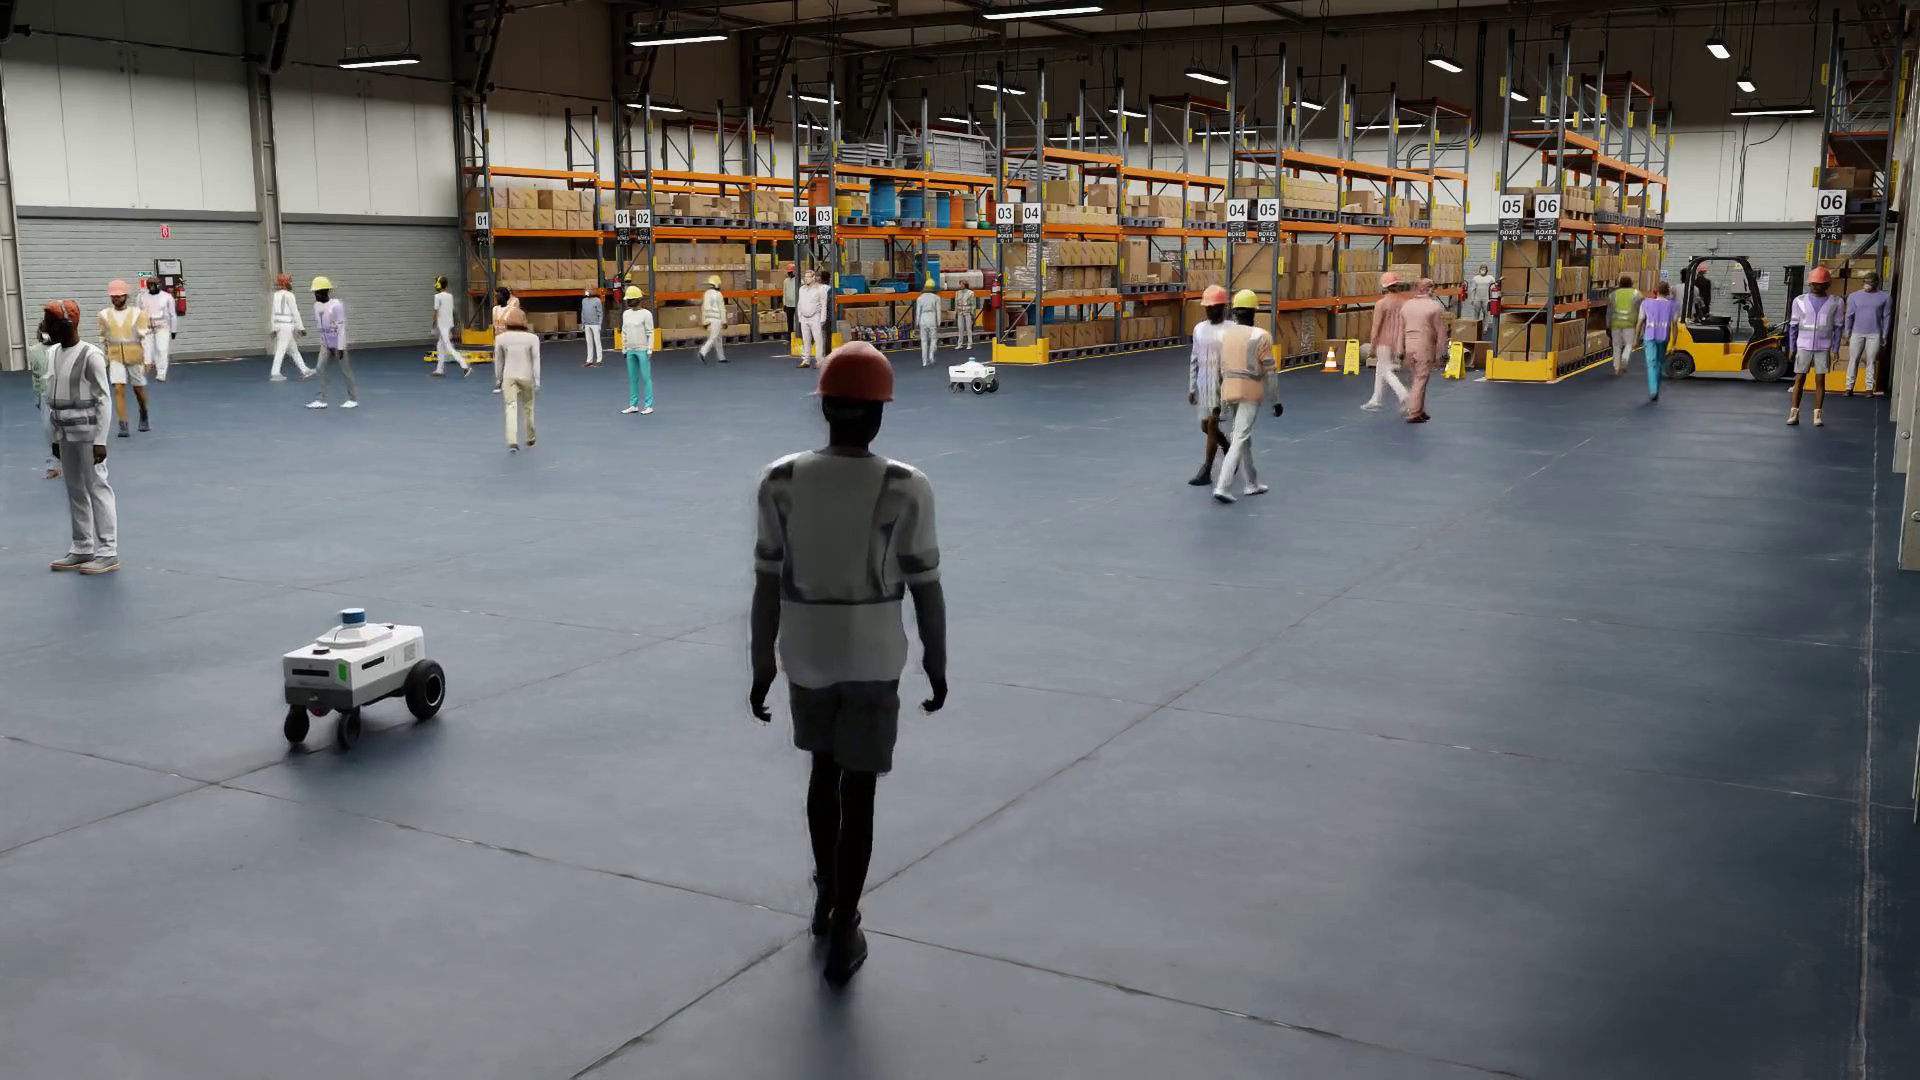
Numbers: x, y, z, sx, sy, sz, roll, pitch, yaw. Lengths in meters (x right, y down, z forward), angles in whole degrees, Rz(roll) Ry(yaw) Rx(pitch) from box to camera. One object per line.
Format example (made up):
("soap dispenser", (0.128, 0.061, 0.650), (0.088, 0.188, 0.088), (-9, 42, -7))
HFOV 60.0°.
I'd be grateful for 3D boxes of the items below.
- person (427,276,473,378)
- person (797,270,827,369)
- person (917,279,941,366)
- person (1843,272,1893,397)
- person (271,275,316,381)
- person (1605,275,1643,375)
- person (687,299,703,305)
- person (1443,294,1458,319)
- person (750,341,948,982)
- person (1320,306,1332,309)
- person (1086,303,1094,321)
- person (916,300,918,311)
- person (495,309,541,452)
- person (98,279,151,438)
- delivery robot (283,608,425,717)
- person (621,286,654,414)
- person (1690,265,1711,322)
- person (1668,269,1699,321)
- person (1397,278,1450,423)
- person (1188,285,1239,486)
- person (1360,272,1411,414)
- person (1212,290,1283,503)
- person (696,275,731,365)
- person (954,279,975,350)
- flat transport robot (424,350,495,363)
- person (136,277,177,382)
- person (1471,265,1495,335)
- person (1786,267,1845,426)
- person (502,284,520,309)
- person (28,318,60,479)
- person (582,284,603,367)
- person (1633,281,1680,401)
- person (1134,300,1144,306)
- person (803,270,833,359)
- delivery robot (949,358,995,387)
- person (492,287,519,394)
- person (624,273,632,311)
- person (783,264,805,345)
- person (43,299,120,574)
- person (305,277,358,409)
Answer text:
("person", (-9.149, -3.801, 29.726), (0.909, 1.841, 0.521), (2, 10, 11))
("person", (-2.890, -4.277, 32.269), (0.642, 1.909, 0.399), (6, 11, 30))
("person", (-0.619, -4.330, 33.100), (0.501, 1.726, 0.391), (2, 10, 10))
("person", (14.004, -3.164, 25.680), (0.629, 1.934, 0.376), (6, 11, 30))
("person", (-11.751, -3.724, 29.224), (0.577, 1.832, 0.981), (9, 13, 42))
("person", (12.157, -3.935, 30.484), (0.647, 1.827, 0.451), (5, 11, 28))
("person", (-6.759, -6.244, 43.471), (0.648, 2.008, 0.927), (8, 13, 39))
("person", (13.557, -6.625, 46.232), (0.736, 1.828, 0.605), (6, 12, 33))
("person", (-0.322, 0.352, 5.138), (0.576, 1.912, 0.693), (2, 10, 12))
("person", (9.547, -5.987, 42.956), (0.531, 1.673, 0.761), (5, 11, 29))
("person", (4.188, -7.772, 52.643), (0.629, 1.940, 0.376), (6, 11, 30))
("person", (-1.396, -8.148, 55.215), (0.610, 1.817, 0.439), (4, 11, 23))
("person", (-4.959, -1.793, 18.654), (0.514, 1.587, 0.850), (-1, 10, -6))
("person", (-10.166, -2.229, 20.308), (0.563, 1.908, 0.936), (-3, 10, -16))
("delivery robot", (-2.772, 0.558, 7.629), (0.477, 0.478, 0.707), (2, 10, 13))
("person", (-4.453, -2.610, 22.945), (0.526, 1.761, 0.337), (6, 11, 30))
("person", (19.051, -6.109, 42.910), (0.622, 1.949, 1.021), (-4, 10, -22))
("person", (15.059, -4.685, 34.636), (0.622, 1.910, 1.005), (5, 11, 27))
("person", (6.124, -2.474, 21.810), (0.749, 1.879, 0.649), (-6, 11, -30))
("person", (2.488, -1.495, 15.997), (0.551, 1.911, 0.832), (9, 13, 43))
("person", (5.980, -2.734, 23.088), (0.623, 1.963, 0.920), (-8, 12, -38))
("person", (2.518, -1.285, 14.837), (0.980, 1.886, 0.586), (-9, 13, -43))
("person", (-4.976, -4.415, 33.389), (0.801, 1.805, 0.592), (-7, 12, -37))
("person", (0.116, -5.260, 38.811), (0.514, 1.637, 0.315), (6, 11, 30))
("flat transport robot", (-10.227, -3.769, 34.079), (1.431, 0.197, 0.652), (5, 11, 28))
("person", (-13.919, -3.614, 28.692), (0.633, 1.807, 0.885), (-1, 10, -4))
("person", (14.495, -6.657, 46.116), (0.629, 1.940, 0.376), (6, 11, 30))
("person", (10.961, -2.471, 21.326), (0.609, 2.035, 0.403), (6, 11, 30))
("person", (-8.820, -4.262, 32.988), (0.527, 1.623, 0.520), (7, 12, 35))
("person", (-8.941, -1.438, 16.578), (0.507, 1.597, 0.836), (-1, 10, -5))
("person", (-7.234, -4.214, 32.698), (0.501, 1.633, 0.283), (6, 11, 30))
("person", (10.571, -3.019, 25.214), (0.581, 1.807, 0.931), (2, 10, 9))
("person", (5.393, -7.117, 49.219), (0.574, 1.804, 0.884), (6, 11, 31))
("person", (-2.915, -4.682, 34.693), (0.665, 1.895, 0.598), (-9, 13, -41))
("delivery robot", (0.188, -2.654, 26.447), (0.707, 0.478, 0.477), (5, 11, 28))
("person", (-7.162, -3.141, 26.230), (0.536, 1.696, 0.322), (6, 11, 30))
("person", (-8.334, -5.862, 41.976), (0.539, 1.747, 0.615), (2, 10, 10))
("person", (-4.068, -5.740, 40.602), (0.612, 1.986, 0.401), (6, 11, 30))
("person", (-6.055, -0.707, 11.433), (0.574, 1.885, 0.358), (6, 11, 30))
("person", (-8.963, -2.794, 23.680), (0.591, 1.872, 0.848), (5, 11, 27))
